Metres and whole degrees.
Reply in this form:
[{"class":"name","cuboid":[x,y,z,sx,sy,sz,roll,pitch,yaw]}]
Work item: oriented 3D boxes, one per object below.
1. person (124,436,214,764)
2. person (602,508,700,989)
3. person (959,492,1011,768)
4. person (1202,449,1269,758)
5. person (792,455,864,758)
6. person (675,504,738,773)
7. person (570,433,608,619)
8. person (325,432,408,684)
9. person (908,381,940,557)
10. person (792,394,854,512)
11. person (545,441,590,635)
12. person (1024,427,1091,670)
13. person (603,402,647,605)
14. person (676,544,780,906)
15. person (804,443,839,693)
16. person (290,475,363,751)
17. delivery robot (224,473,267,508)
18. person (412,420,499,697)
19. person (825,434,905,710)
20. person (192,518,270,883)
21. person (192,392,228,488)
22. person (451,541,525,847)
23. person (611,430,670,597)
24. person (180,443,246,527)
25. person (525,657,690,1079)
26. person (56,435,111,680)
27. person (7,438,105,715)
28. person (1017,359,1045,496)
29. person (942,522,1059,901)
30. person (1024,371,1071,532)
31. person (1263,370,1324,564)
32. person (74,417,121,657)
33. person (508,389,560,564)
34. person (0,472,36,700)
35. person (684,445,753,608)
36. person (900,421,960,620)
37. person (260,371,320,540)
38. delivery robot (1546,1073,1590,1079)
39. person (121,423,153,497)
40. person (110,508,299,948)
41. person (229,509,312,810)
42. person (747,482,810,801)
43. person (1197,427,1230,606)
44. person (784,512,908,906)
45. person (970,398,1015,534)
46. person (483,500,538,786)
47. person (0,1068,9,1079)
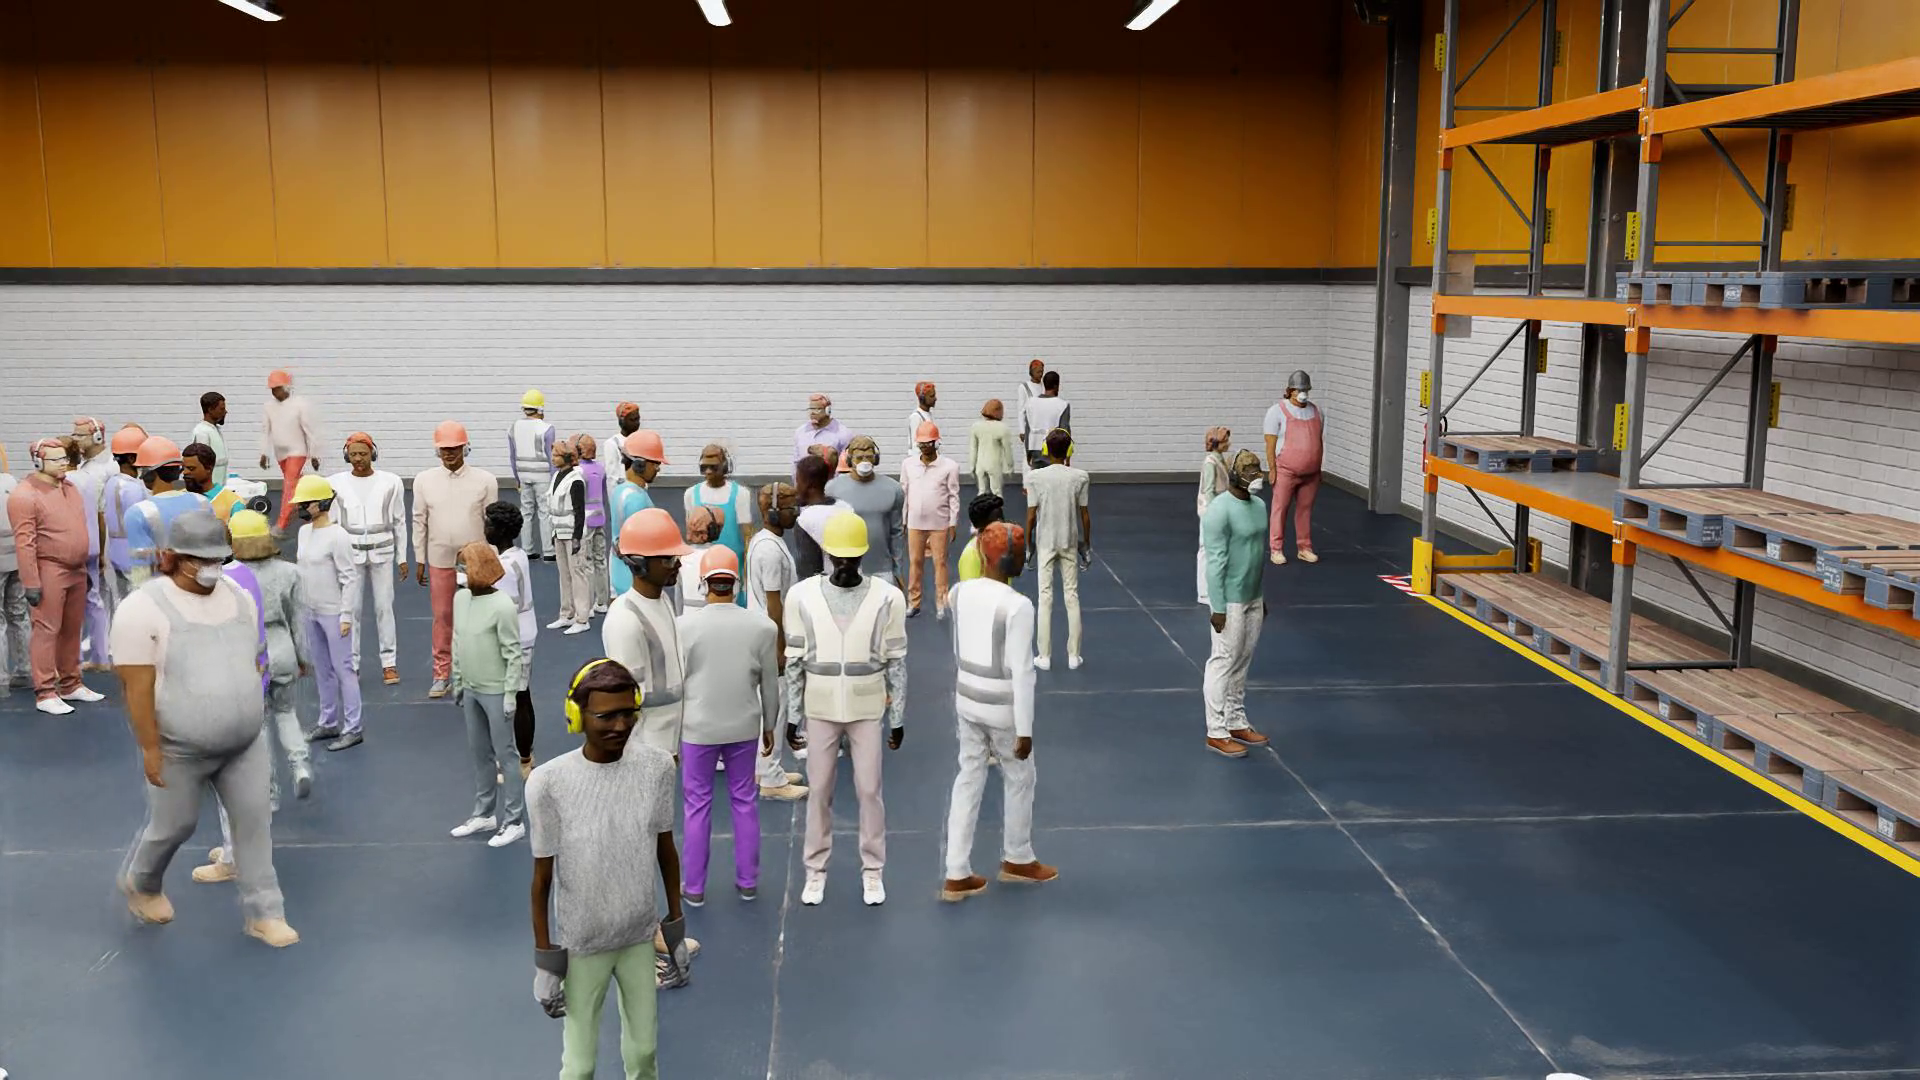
[{"class":"person","cuboid":[-4.876,0.380,10.265,0.374,2.044,0.605,4,10,22]},{"class":"person","cuboid":[-1.317,0.876,7.148,0.390,2.045,0.607,1,9,4]},{"class":"person","cuboid":[0.156,0.546,10.305,0.316,1.695,0.542,3,9,17]},{"class":"person","cuboid":[1.761,0.388,10.540,0.367,1.939,0.635,7,11,36]},{"class":"person","cuboid":[-0.851,0.419,10.449,0.529,1.906,0.626,4,10,23]},{"class":"person","cuboid":[-1.540,0.599,10.151,0.514,1.641,0.309,7,12,38]},{"class":"person","cuboid":[-3.292,-0.122,14.680,0.308,1.641,0.514,4,10,21]},{"class":"person","cuboid":[-4.373,0.142,12.257,0.584,1.882,0.337,-3,10,-20]},{"class":"person","cuboid":[-0.385,-0.771,17.986,0.341,1.882,0.587,2,9,12]},{"class":"person","cuboid":[-1.322,-0.441,15.851,0.644,1.907,0.400,4,10,24]},{"class":"person","cuboid":[-3.317,-0.027,14.081,0.308,1.641,0.515,-7,11,-38]},{"class":"person","cuboid":[0.746,0.067,12.780,0.532,1.868,0.310,-1,9,-4]},{"class":"person","cuboid":[-3.018,-0.315,15.124,0.339,1.882,0.581,3,10,20]},{"class":"person","cuboid":[-1.157,0.887,8.034,0.574,1.738,0.353,-4,10,-23]},{"class":"person","cuboid":[-0.918,0.236,11.777,0.388,1.848,0.564,-2,9,-10]},{"class":"person","cuboid":[-4.066,0.462,10.616,0.533,1.767,0.322,7,11,36]},{"class":"delivery robot","cuboid":[-9.059,-0.598,20.769,0.707,0.478,0.477,-7,11,-36]},{"class":"person","cuboid":[-3.613,0.135,11.953,0.613,1.994,0.382,-2,9,-11]},{"class":"person","cuboid":[-0.676,0.232,11.520,0.635,1.937,0.353,-3,10,-20]},{"class":"person","cuboid":[-3.705,0.789,8.366,0.429,1.837,0.624,-2,9,-11]},{"class":"person","cuboid":[-7.234,-0.463,16.063,0.384,1.887,0.594,-2,9,-12]},{"class":"person","cuboid":[-2.521,0.810,8.845,0.502,1.632,0.277,7,11,38]},{"class":"person","cuboid":[-2.052,0.304,10.768,0.389,2.036,0.605,-3,10,-21]},{"class":"person","cuboid":[-5.025,0.301,11.149,0.593,1.920,0.391,3,9,17]},{"class":"person","cuboid":[-1.096,1.274,5.232,0.511,1.862,0.327,-6,11,-34]},{"class":"person","cuboid":[-6.636,0.132,12.485,0.346,1.836,0.518,3,10,19]},{"class":"person","cuboid":[-6.262,0.241,11.568,0.406,1.906,0.654,1,9,5]},{"class":"person","cuboid":[1.033,-1.539,22.855,0.586,1.874,0.357,-8,12,-41]},{"class":"person","cuboid":[0.178,0.830,8.084,0.702,1.873,0.615,-9,13,-43]},{"class":"person","cuboid":[1.017,-1.023,19.516,0.594,1.910,0.410,6,11,31]},{"class":"person","cuboid":[3.557,-0.767,17.472,0.684,2.000,0.538,-3,10,-19]},{"class":"person","cuboid":[-6.863,-0.027,13.245,0.643,1.910,0.400,4,10,25]},{"class":"person","cuboid":[-4.429,-0.660,17.446,0.590,1.837,0.403,4,10,23]},{"class":"person","cuboid":[-6.915,0.174,11.891,0.415,1.940,0.608,1,9,6]},{"class":"person","cuboid":[-1.773,0.195,12.246,0.519,1.805,0.907,0,9,1]},{"class":"person","cuboid":[-0.283,-0.168,14.612,0.559,1.751,0.326,2,9,14]},{"class":"person","cuboid":[-7.776,-0.995,19.271,0.592,1.930,1.078,3,10,20]},{"class":"delivery robot","cuboid":[1.848,1.892,5.132,0.477,0.478,0.707,9,13,43]},{"class":"person","cuboid":[-7.799,-0.300,15.818,0.507,1.631,0.270,3,10,20]},{"class":"person","cuboid":[-3.458,0.818,7.524,0.857,2.000,0.687,6,11,35]},{"class":"person","cuboid":[-3.908,0.683,9.331,0.418,1.726,0.500,9,12,43]},{"class":"person","cuboid":[-1.064,0.579,9.631,0.330,1.844,0.520,-2,9,-12]},{"class":"person","cuboid":[2.336,-0.222,15.307,0.315,1.640,0.514,3,10,18]},{"class":"person","cuboid":[-0.544,0.809,7.974,0.592,1.918,0.397,0,9,0]},{"class":"person","cuboid":[0.350,-0.826,19.191,0.558,1.612,0.351,7,11,37]},{"class":"person","cuboid":[-2.686,0.609,9.912,0.318,1.696,0.536,-1,9,-8]},{"class":"person","cuboid":[-3.768,1.138,6.032,0.327,1.876,0.521,3,10,19]}]
